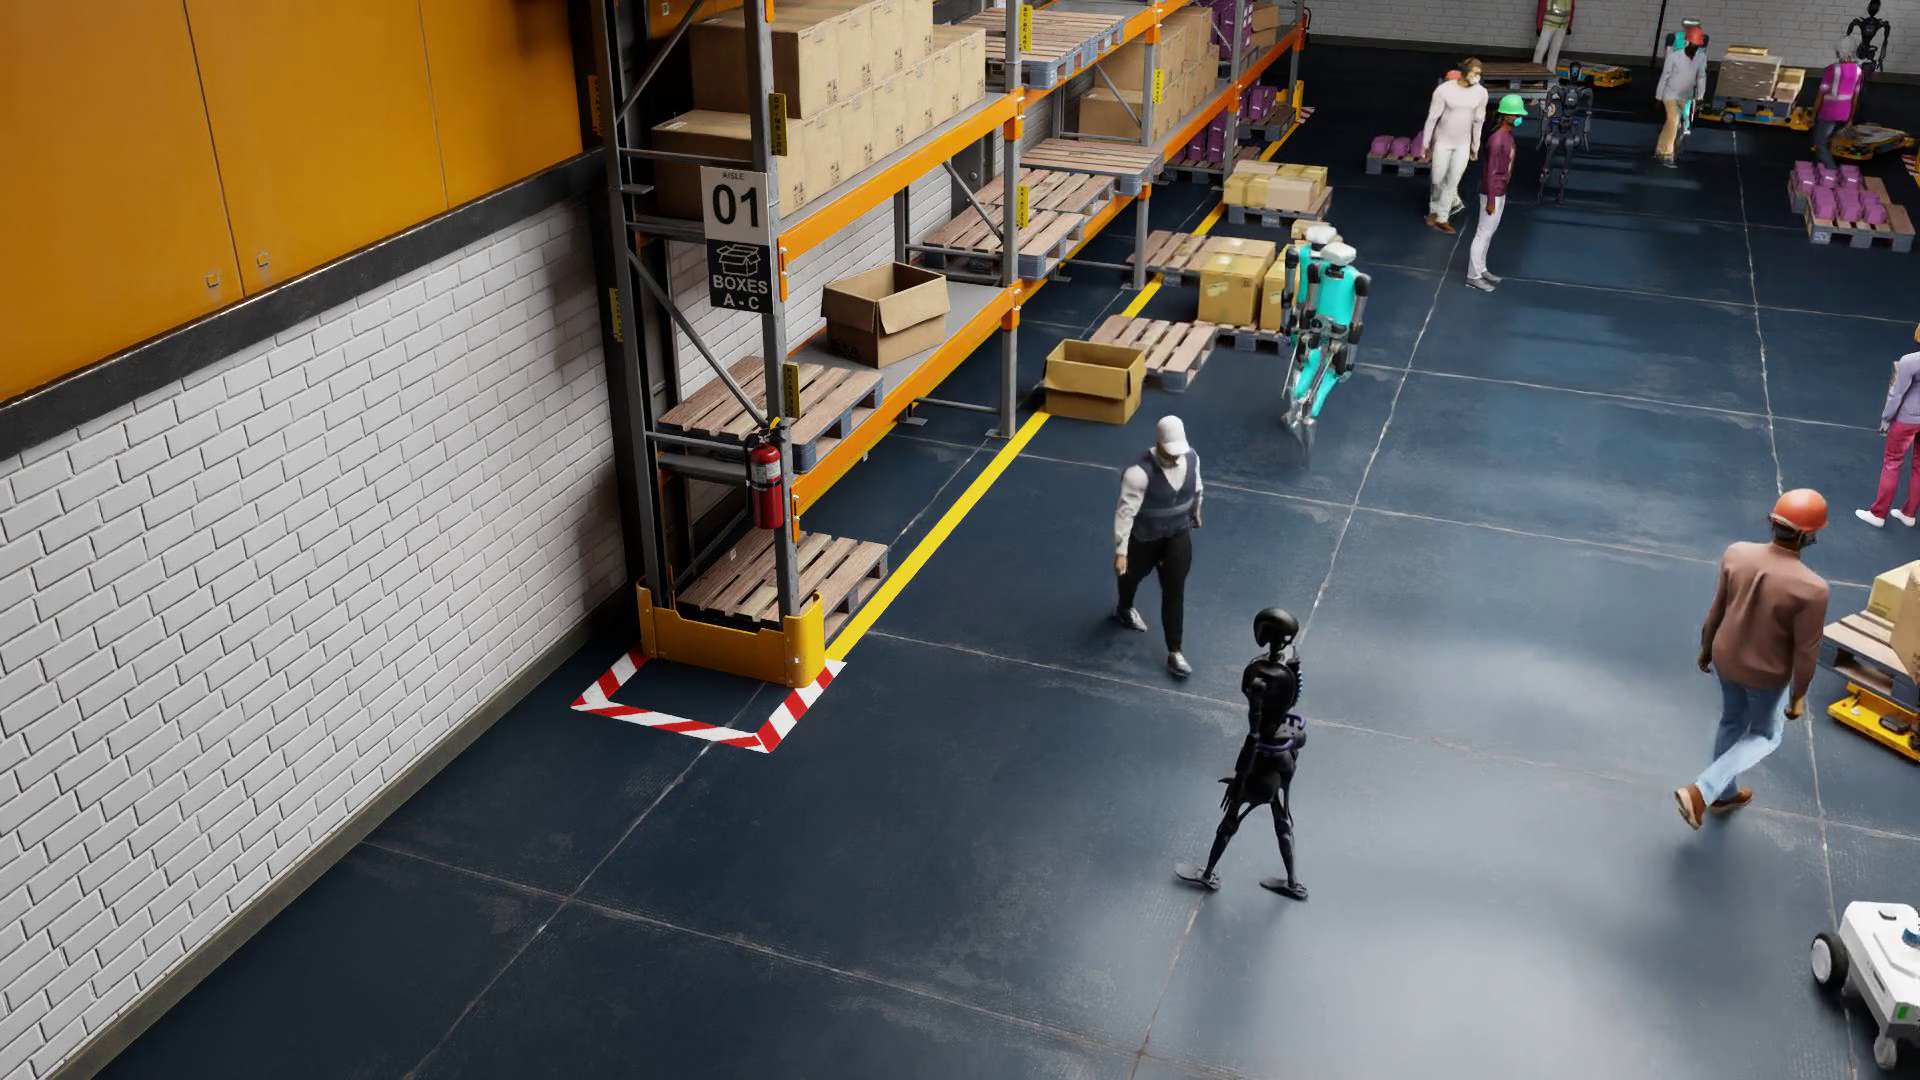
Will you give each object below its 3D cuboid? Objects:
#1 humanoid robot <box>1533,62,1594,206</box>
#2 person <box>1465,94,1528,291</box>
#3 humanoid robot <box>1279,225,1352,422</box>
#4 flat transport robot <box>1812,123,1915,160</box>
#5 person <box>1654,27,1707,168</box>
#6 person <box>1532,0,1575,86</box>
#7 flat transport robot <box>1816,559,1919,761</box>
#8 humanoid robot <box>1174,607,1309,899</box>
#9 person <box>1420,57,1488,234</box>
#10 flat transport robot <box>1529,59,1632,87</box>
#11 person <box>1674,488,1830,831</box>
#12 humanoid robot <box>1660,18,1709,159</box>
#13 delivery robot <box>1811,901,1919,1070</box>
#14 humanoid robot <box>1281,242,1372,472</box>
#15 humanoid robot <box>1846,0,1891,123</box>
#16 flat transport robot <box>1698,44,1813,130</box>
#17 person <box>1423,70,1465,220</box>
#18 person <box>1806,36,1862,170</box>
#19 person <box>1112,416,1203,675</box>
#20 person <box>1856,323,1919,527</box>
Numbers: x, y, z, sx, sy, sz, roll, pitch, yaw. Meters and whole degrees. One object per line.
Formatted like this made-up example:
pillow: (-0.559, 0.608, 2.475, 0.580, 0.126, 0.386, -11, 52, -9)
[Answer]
humanoid robot: (7.035, -4.723, 19.360, 0.599, 1.657, 0.315, 5, 28, 9)
person: (5.366, -3.499, 16.705, 0.426, 1.948, 0.496, 15, 31, 26)
humanoid robot: (2.906, -1.808, 13.670, 0.535, 1.724, 1.014, 7, 28, 14)
flat transport robot: (11.928, -5.250, 21.934, 1.431, 0.231, 0.659, -20, 33, -33)
person: (9.138, -5.604, 21.040, 0.570, 1.711, 0.772, -9, 29, -16)
person: (8.973, -7.764, 25.110, 0.621, 1.837, 0.430, -9, 29, -17)
flat transport robot: (5.935, 0.933, 9.941, 1.431, 0.231, 0.659, -15, 31, -27)
humanoid robot: (1.465, 1.045, 8.204, 0.658, 1.634, 0.593, 15, 31, 26)
person: (5.449, -4.384, 18.463, 0.725, 1.910, 0.596, -2, 27, -4)
flat transport robot: (9.621, -7.266, 25.844, 1.431, 0.231, 0.659, 24, 36, 38)
person: (4.081, 0.660, 8.621, 0.667, 1.970, 0.648, -13, 30, -24)
humanoid robot: (9.203, -5.653, 21.162, 0.537, 1.807, 0.794, 2, 27, 3)
delivery robot: (4.282, 1.992, 7.570, 0.499, 0.590, 0.793, 2, 27, 5)
humanoid robot: (2.702, -1.331, 12.801, 0.530, 1.829, 0.774, 23, 35, 37)
humanoid robot: (12.564, -6.687, 23.171, 0.610, 1.649, 0.349, 11, 29, 20)
flat transport robot: (11.193, -5.988, 23.366, 1.431, 0.231, 0.659, 15, 31, 27)
person: (5.500, -4.429, 18.741, 0.381, 1.721, 0.588, 14, 30, 24)
person: (10.502, -5.089, 19.935, 0.530, 1.819, 0.693, -8, 28, -15)
person: (1.220, -0.038, 10.282, 0.743, 1.674, 0.994, -9, 29, -17)
person: (6.840, -0.852, 11.921, 0.498, 1.629, 0.288, -3, 27, -5)
